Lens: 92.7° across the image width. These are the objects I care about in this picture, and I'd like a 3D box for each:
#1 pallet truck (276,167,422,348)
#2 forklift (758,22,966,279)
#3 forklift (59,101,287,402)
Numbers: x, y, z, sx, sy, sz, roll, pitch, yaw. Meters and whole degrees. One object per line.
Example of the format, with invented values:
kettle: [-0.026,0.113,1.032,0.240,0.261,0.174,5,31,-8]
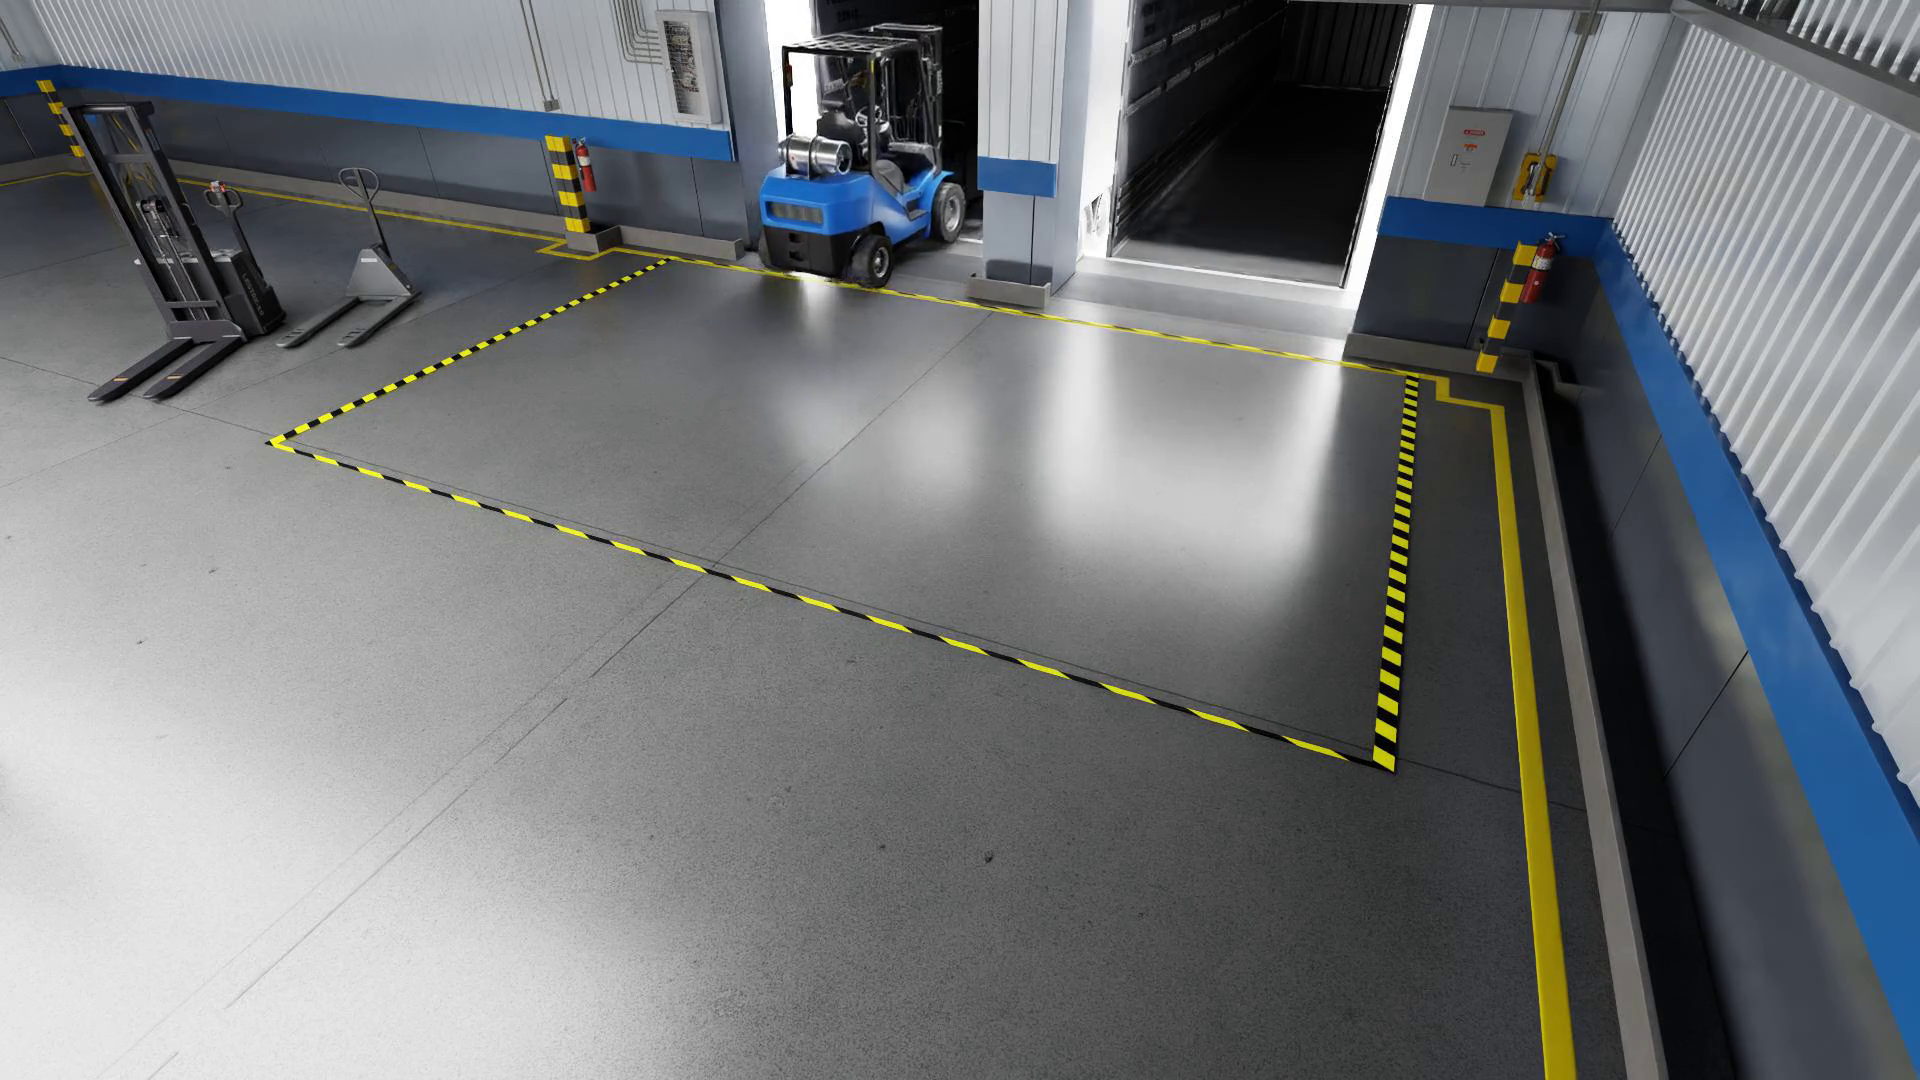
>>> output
pallet truck: [-5.732,-2.611,8.414,0.680,1.201,1.601,-1,35,-1]
forklift: [-1.011,-4.154,9.622,1.157,2.036,2.680,16,38,21]
forklift: [-6.686,-2.387,7.434,0.823,1.965,1.885,-3,35,-5]
